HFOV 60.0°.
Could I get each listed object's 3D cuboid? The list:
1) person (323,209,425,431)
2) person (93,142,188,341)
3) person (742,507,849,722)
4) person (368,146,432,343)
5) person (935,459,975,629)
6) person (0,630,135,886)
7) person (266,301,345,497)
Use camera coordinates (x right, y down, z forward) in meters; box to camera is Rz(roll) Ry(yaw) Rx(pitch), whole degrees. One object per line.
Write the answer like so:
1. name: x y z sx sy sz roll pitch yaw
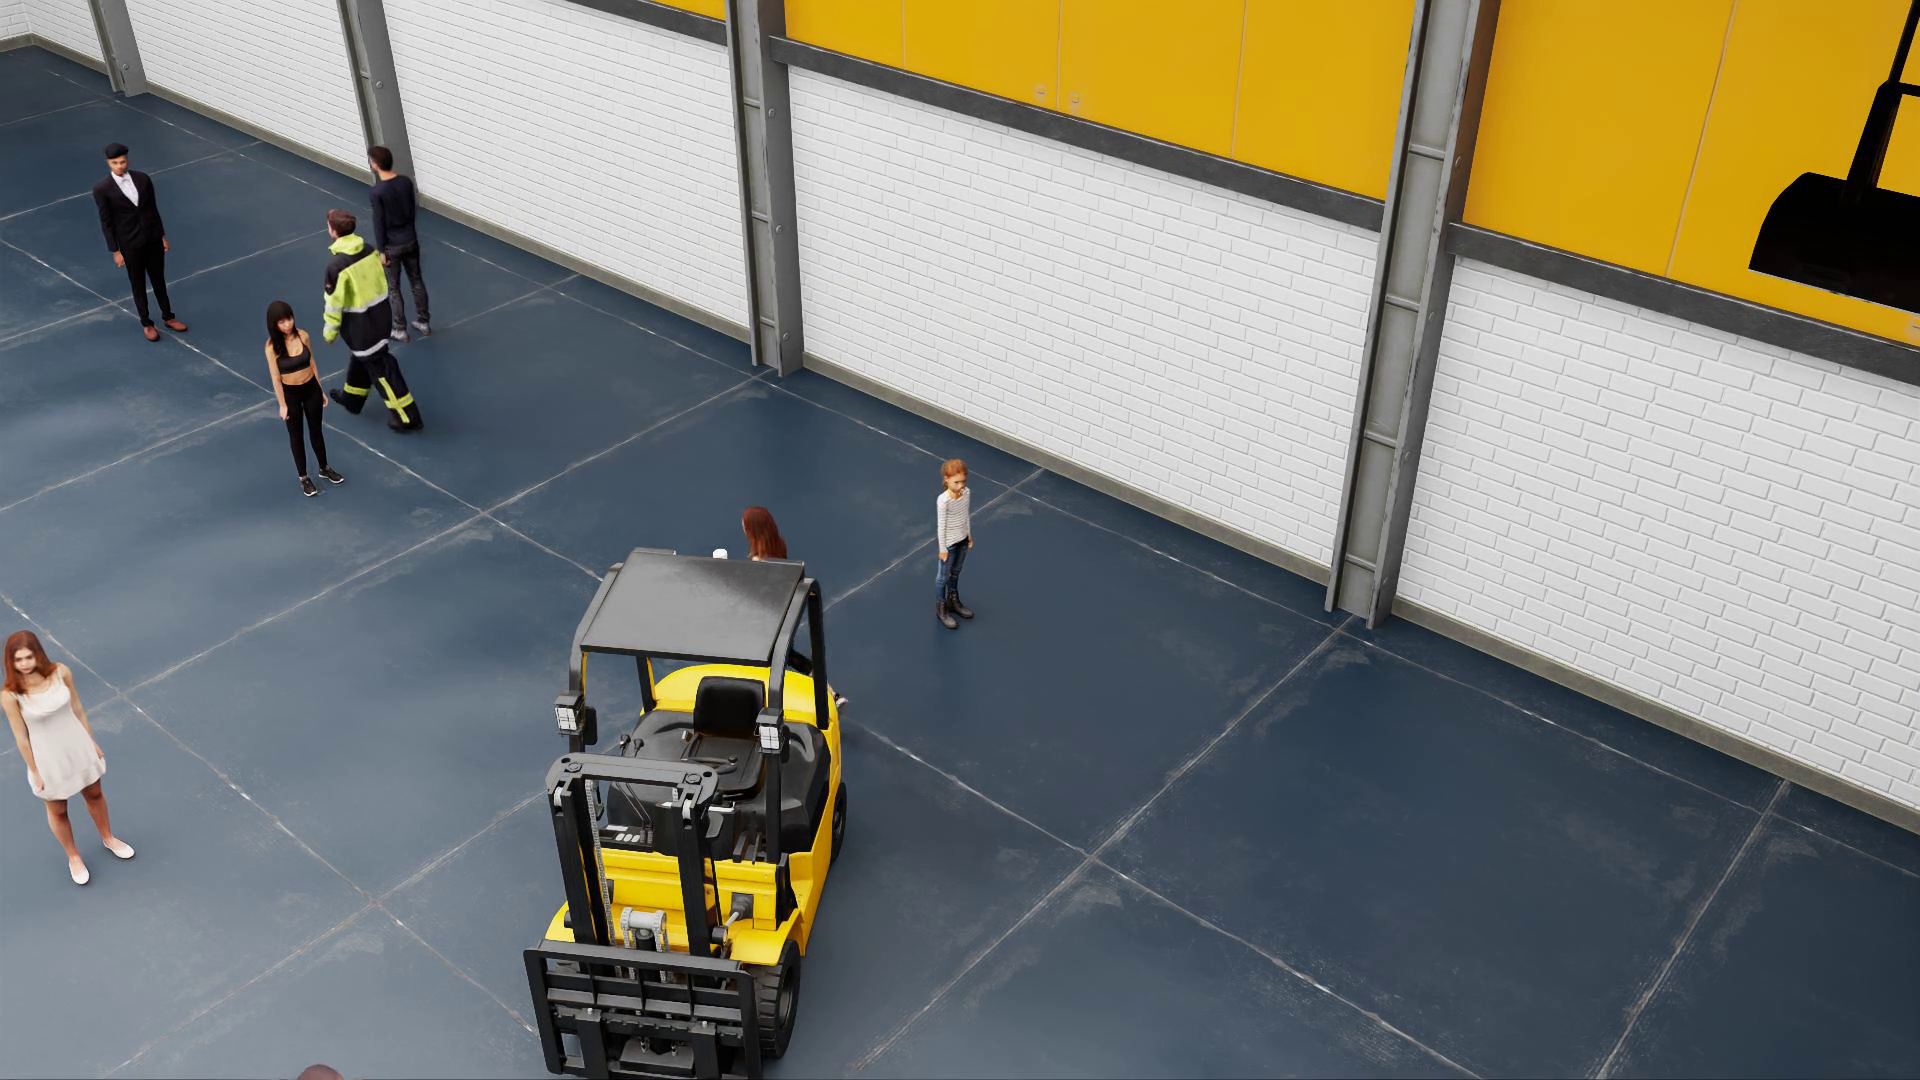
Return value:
1. person: -4.886 -1.774 13.873 1.330 1.930 1.116 8 34 12
2. person: -7.638 -2.796 15.457 0.538 1.878 0.690 26 42 34
3. person: -1.128 0.540 10.599 1.106 1.701 0.779 14 36 19
4. person: -5.144 -2.730 15.370 0.610 1.865 0.651 23 40 31
5. person: -0.053 0.004 11.755 0.455 1.313 0.465 26 42 34
6. person: -5.186 1.213 9.579 0.526 1.707 0.552 26 42 34
7. person: -5.244 -1.155 13.201 0.490 1.643 0.549 26 42 34
